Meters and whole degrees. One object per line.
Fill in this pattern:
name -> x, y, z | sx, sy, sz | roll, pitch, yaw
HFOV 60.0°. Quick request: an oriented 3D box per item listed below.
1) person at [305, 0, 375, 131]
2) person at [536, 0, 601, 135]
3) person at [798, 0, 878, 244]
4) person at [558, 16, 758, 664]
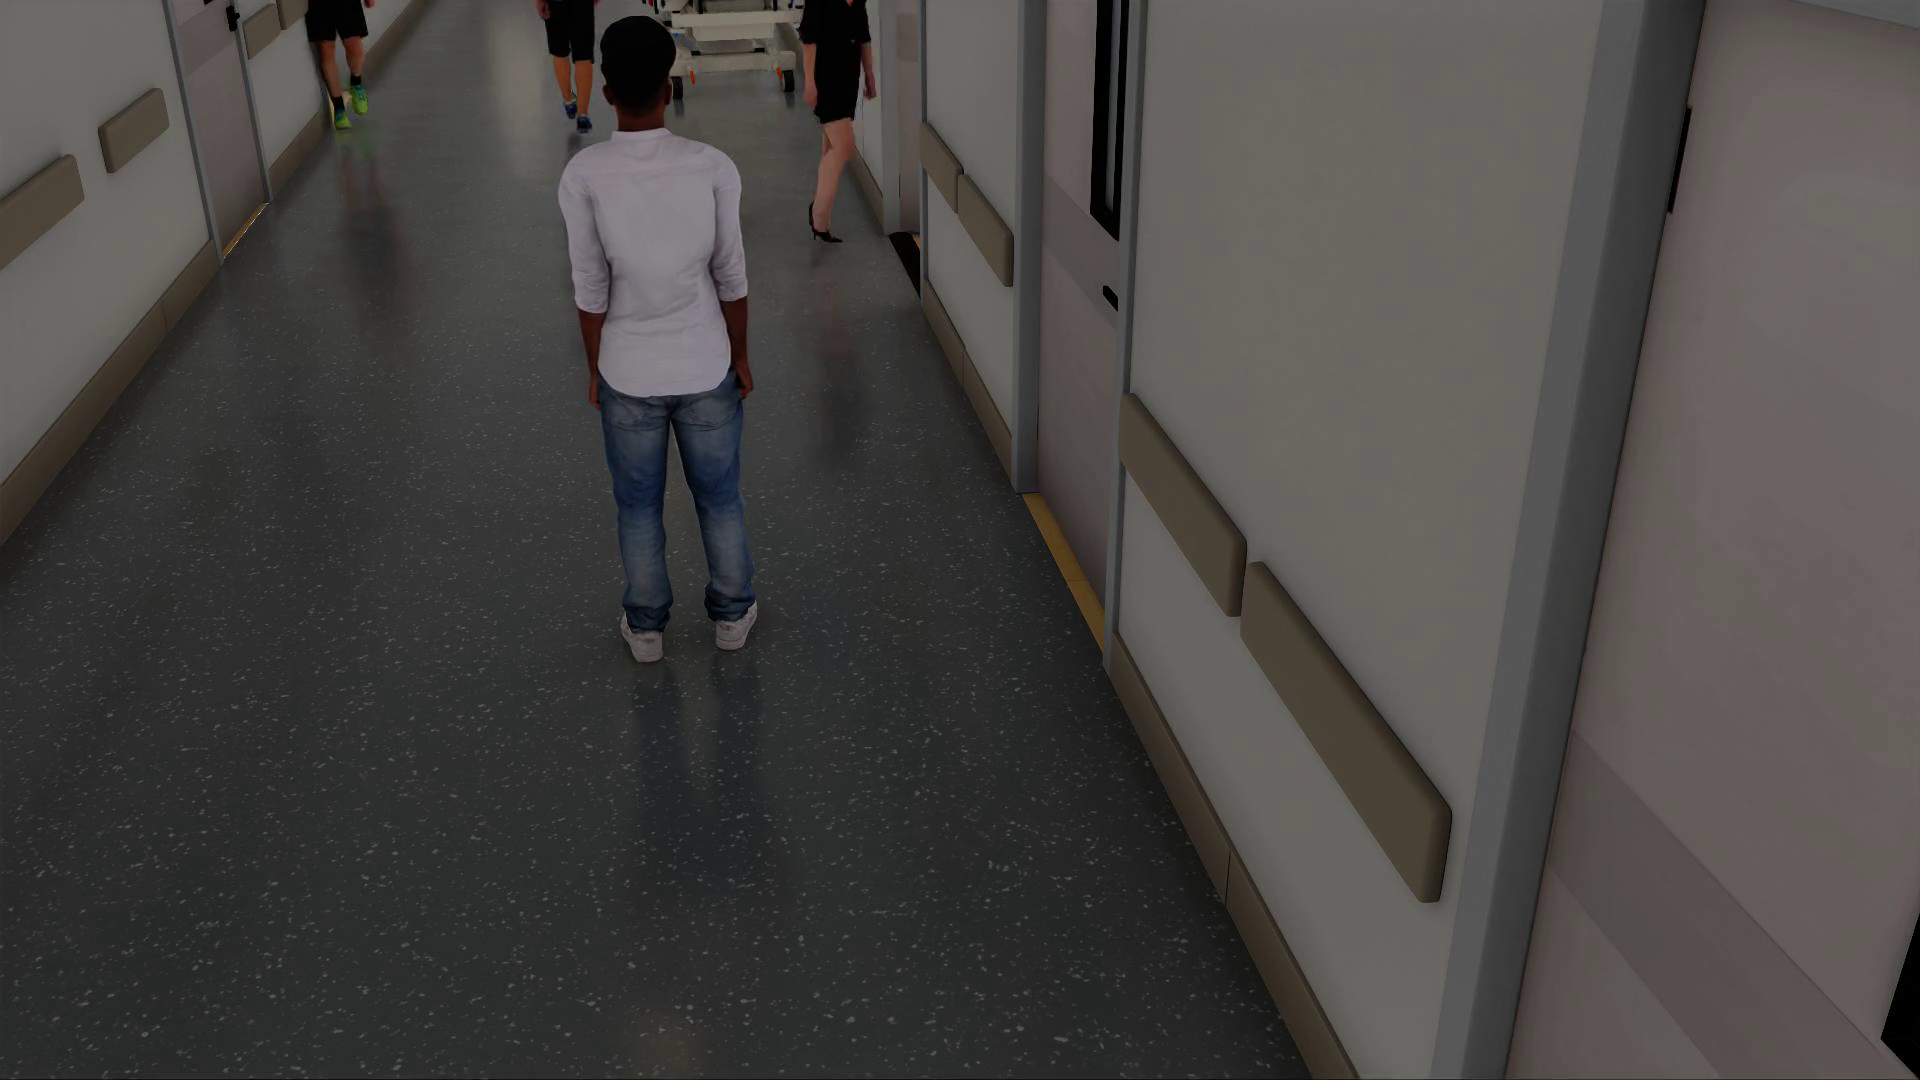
person -> -4.302, -3.773, 11.317 | 0.780, 1.878, 0.858 | -9, 27, -18
person -> -2.577, -3.580, 10.988 | 1.165, 1.817, 0.680 | -6, 26, -11
person -> -0.727, -2.376, 8.642 | 0.752, 1.686, 0.699 | 16, 30, 29
person -> -0.827, -0.519, 4.641 | 0.506, 1.816, 0.693 | -5, 26, -10
